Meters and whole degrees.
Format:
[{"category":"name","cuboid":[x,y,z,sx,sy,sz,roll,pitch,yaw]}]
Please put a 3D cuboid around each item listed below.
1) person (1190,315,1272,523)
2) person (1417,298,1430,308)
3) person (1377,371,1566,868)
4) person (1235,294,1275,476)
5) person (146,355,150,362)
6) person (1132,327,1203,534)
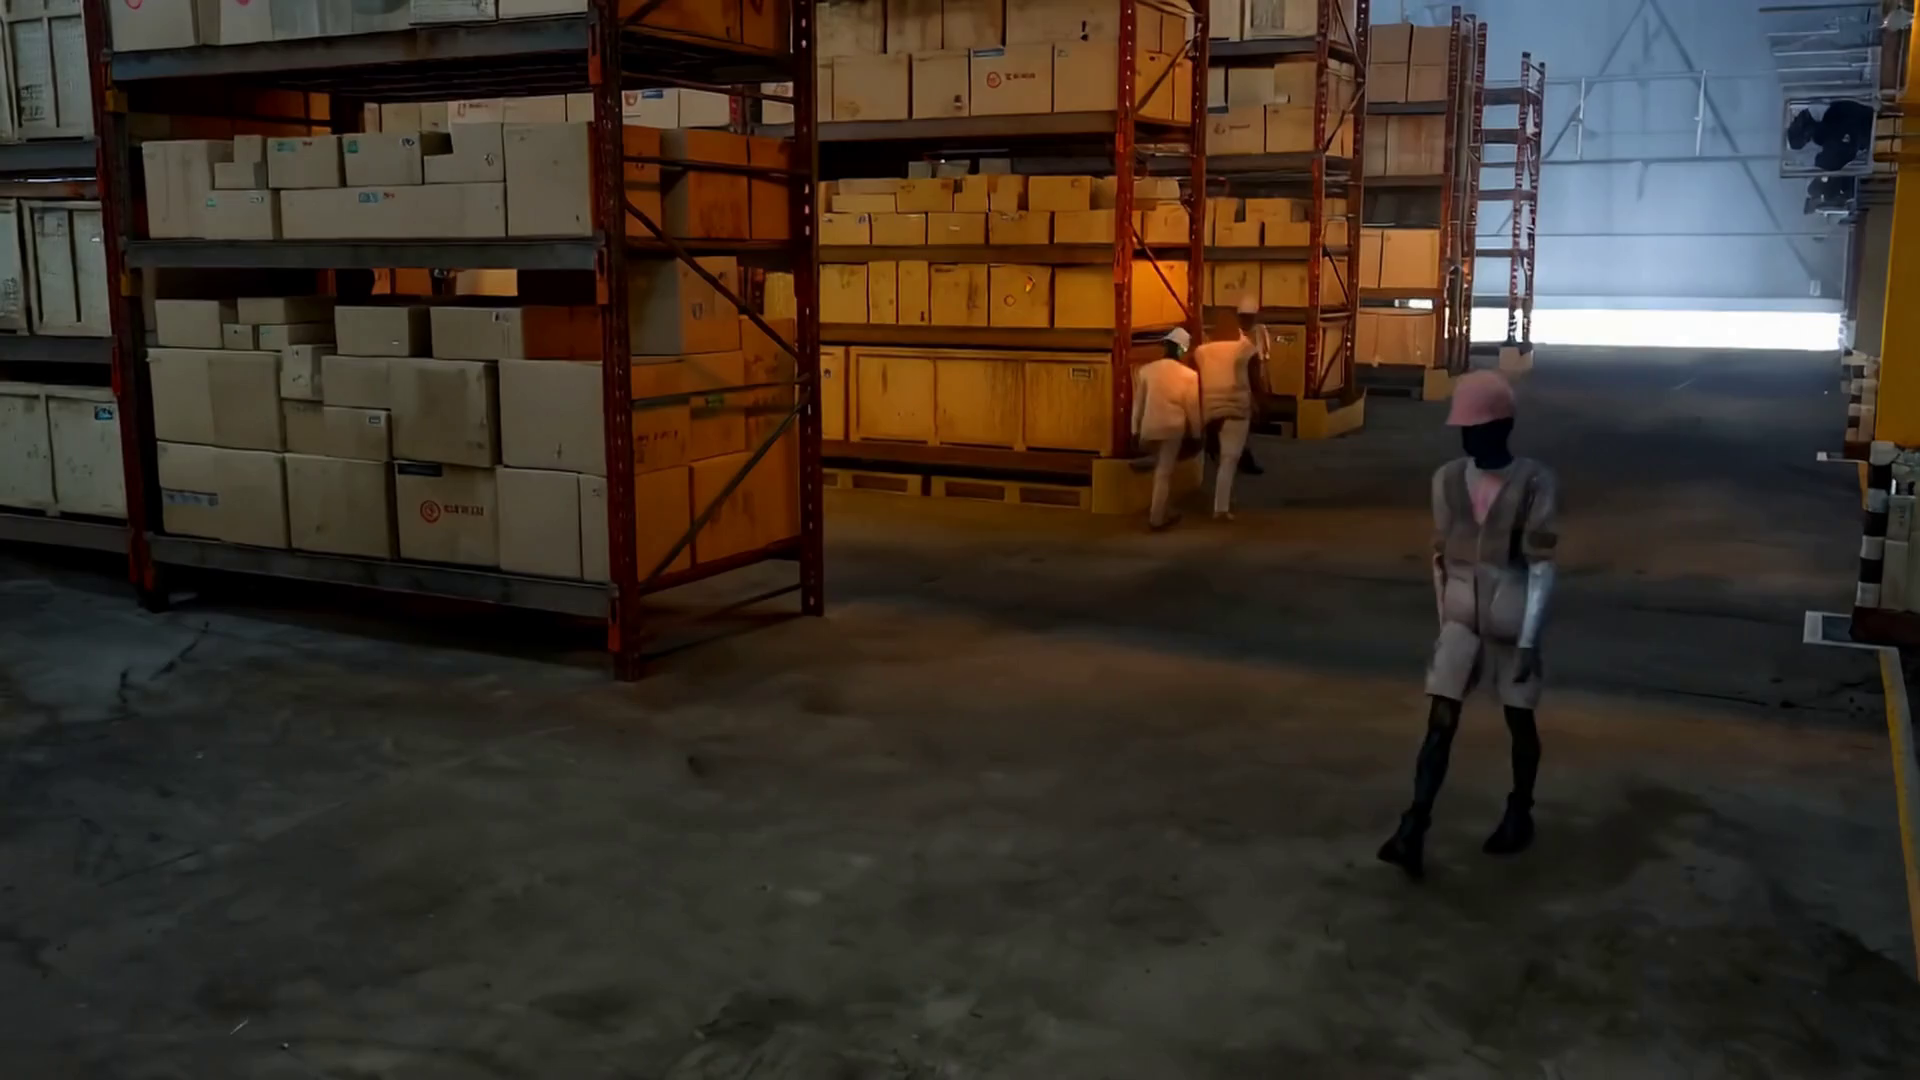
[{"category":"person","cuboid":[2.379,-1.072,14.602,0.667,1.781,0.989,5,11,28]},{"category":"person","cuboid":[8.977,-4.035,32.276,0.332,1.615,0.614,1,10,3]},{"category":"person","cuboid":[1.956,0.321,6.250,0.556,1.885,0.951,9,13,42]},{"category":"person","cuboid":[3.026,-1.673,17.753,0.542,1.909,0.926,-4,10,-21]},{"category":"person","cuboid":[-8.558,-1.622,17.679,0.591,1.829,0.404,5,11,25]},{"category":"person","cuboid":[1.799,-0.918,13.959,0.582,1.710,0.814,9,13,43]}]
